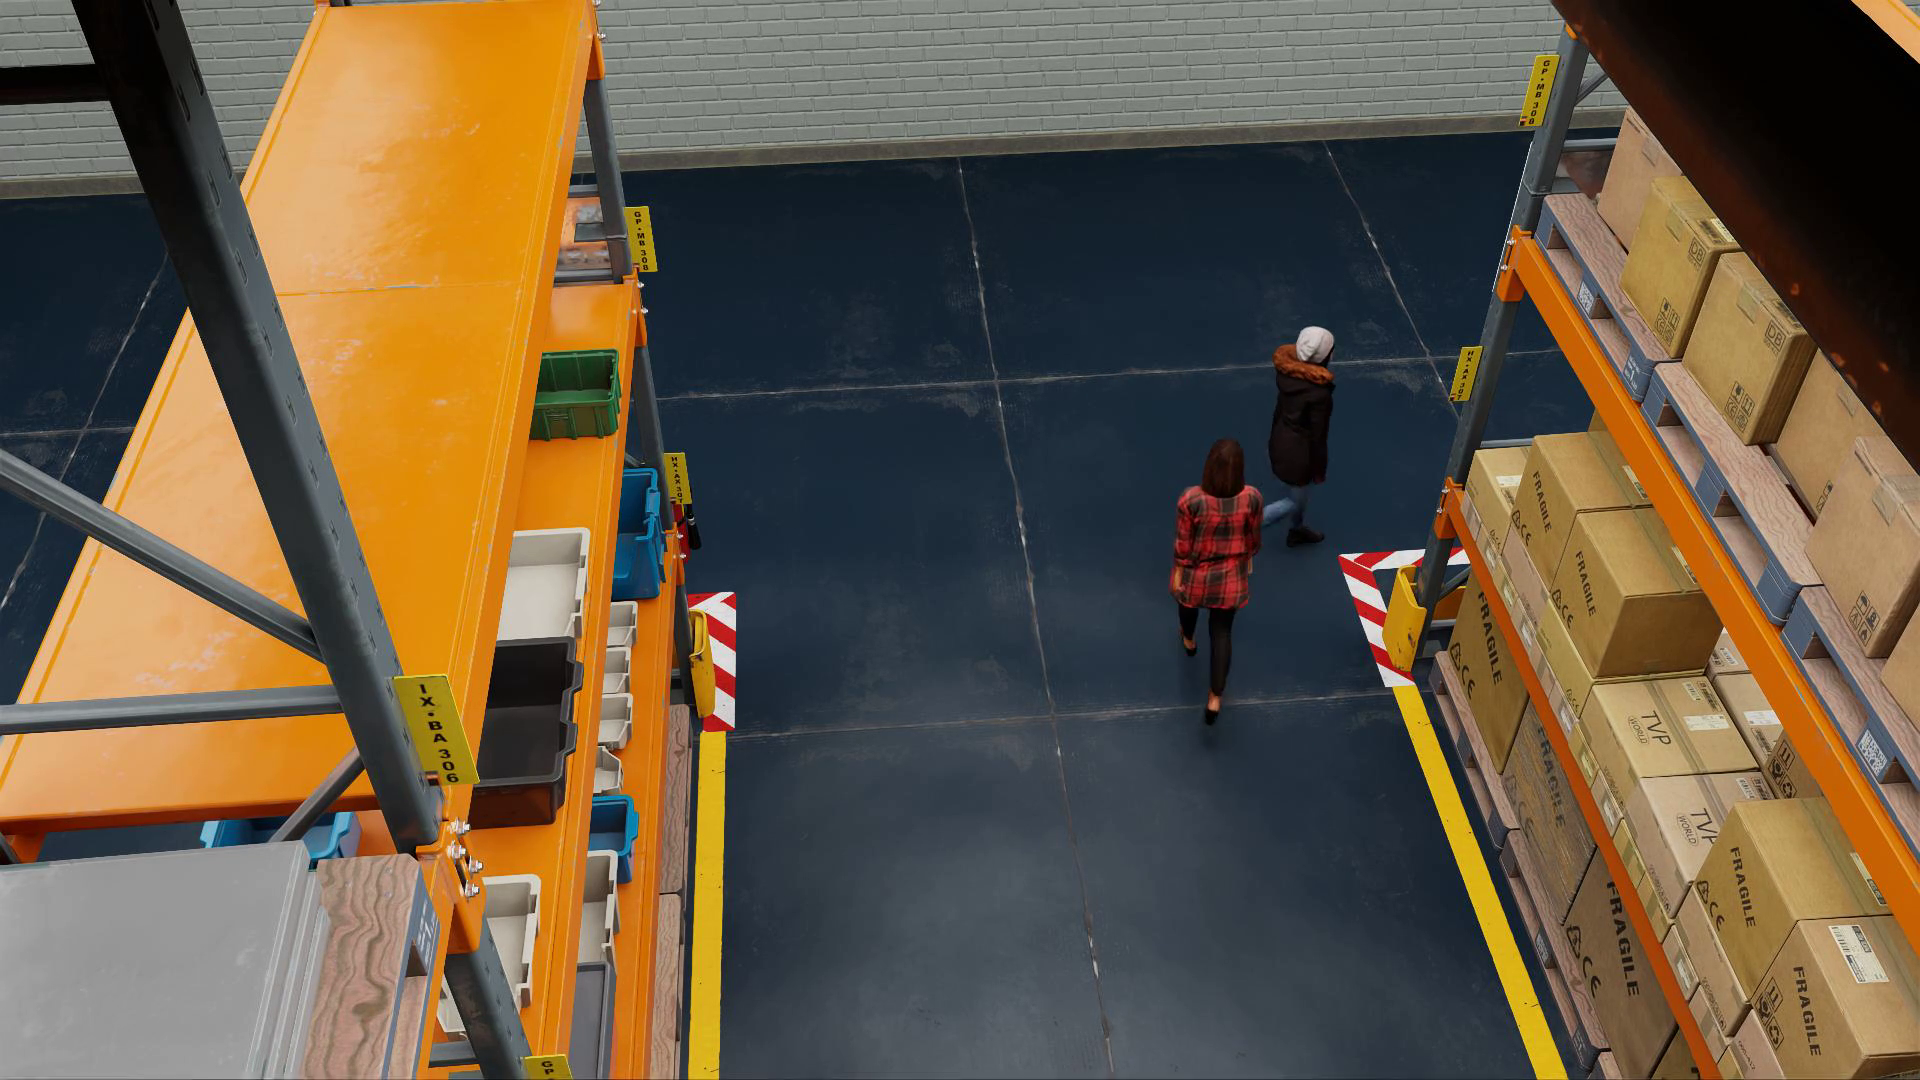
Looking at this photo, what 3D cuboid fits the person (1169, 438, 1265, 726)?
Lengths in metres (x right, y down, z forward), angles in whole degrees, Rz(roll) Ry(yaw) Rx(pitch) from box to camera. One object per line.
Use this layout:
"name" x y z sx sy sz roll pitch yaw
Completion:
"person" 1.315 0.231 8.633 0.670 1.669 1.105 1 43 1

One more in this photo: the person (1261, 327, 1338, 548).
"person" 1.863 -0.502 9.456 0.774 1.618 0.923 -10 44 -11
